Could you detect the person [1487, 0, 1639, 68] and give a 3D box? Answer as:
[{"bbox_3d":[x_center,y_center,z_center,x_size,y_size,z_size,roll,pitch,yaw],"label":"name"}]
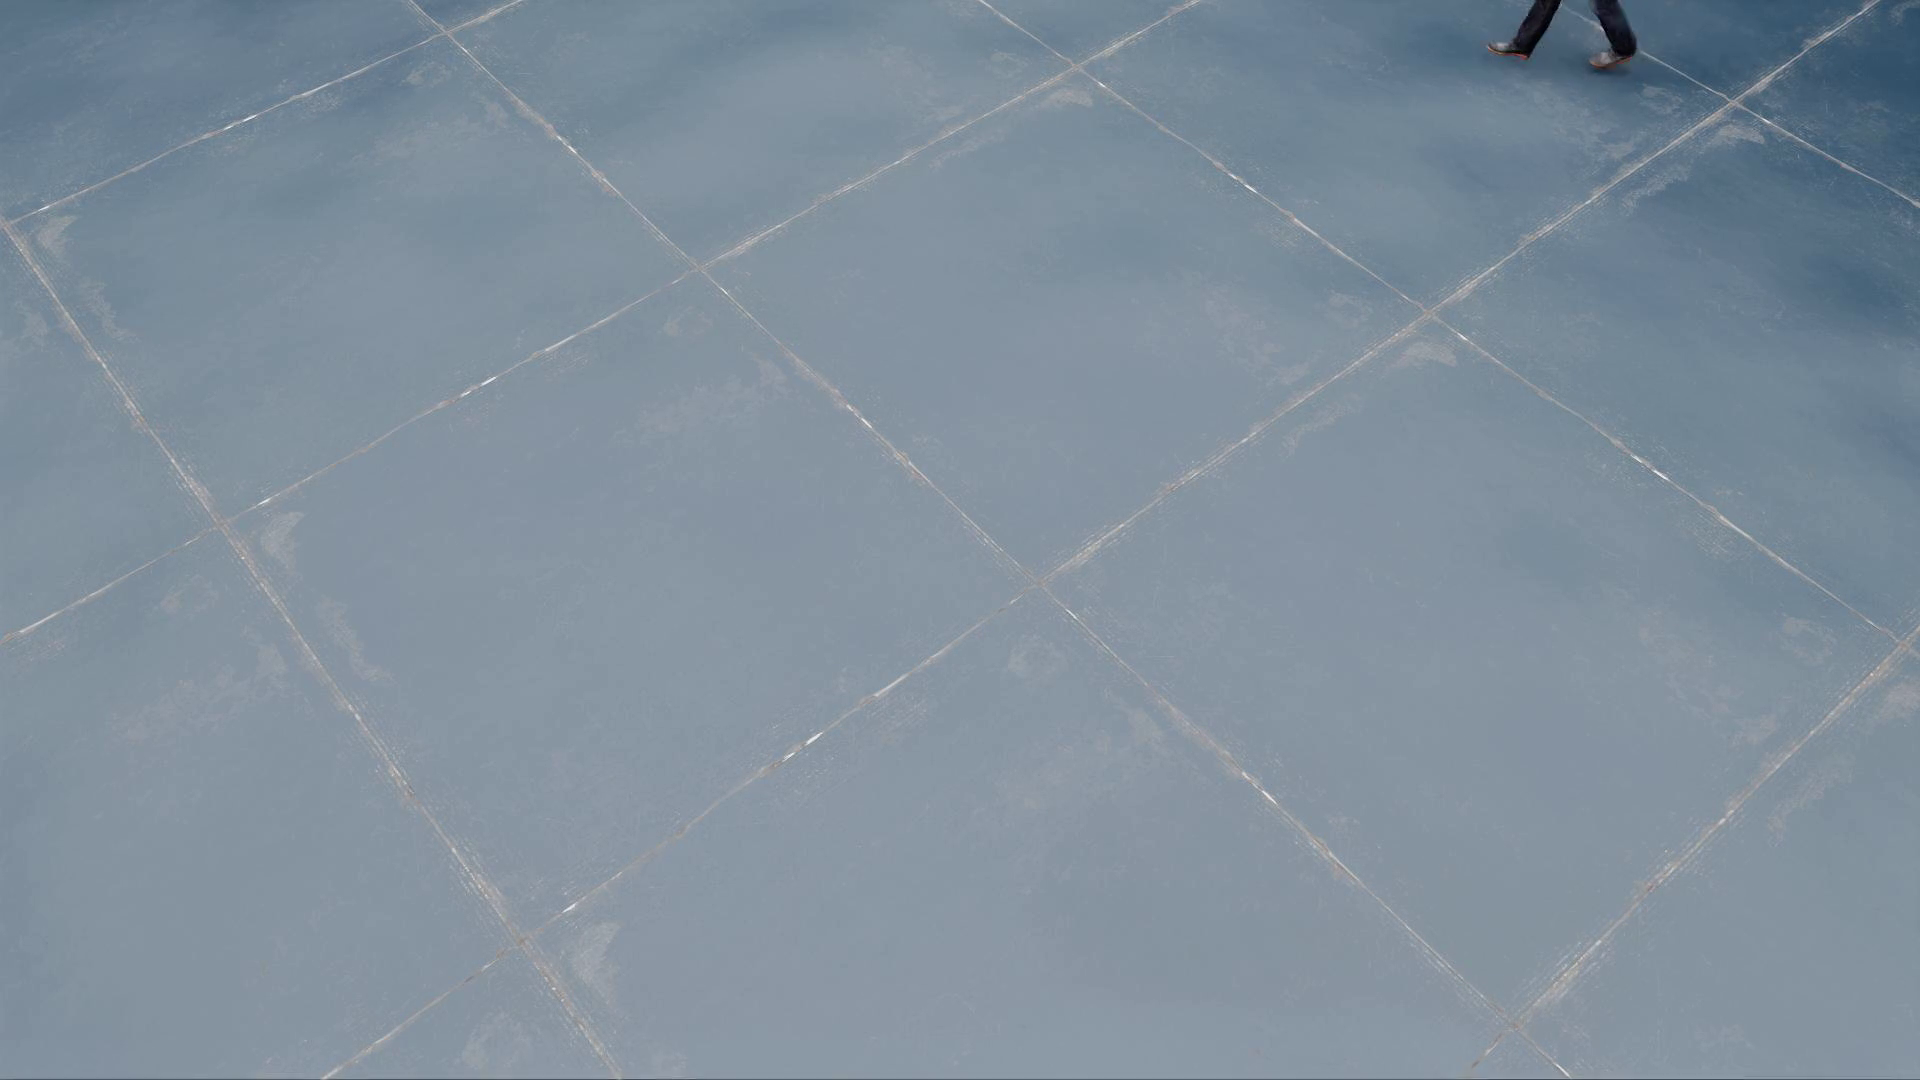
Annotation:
[{"bbox_3d":[4.030,-3.659,10.250,1.234,1.779,1.160,3,52,3],"label":"person"}]
